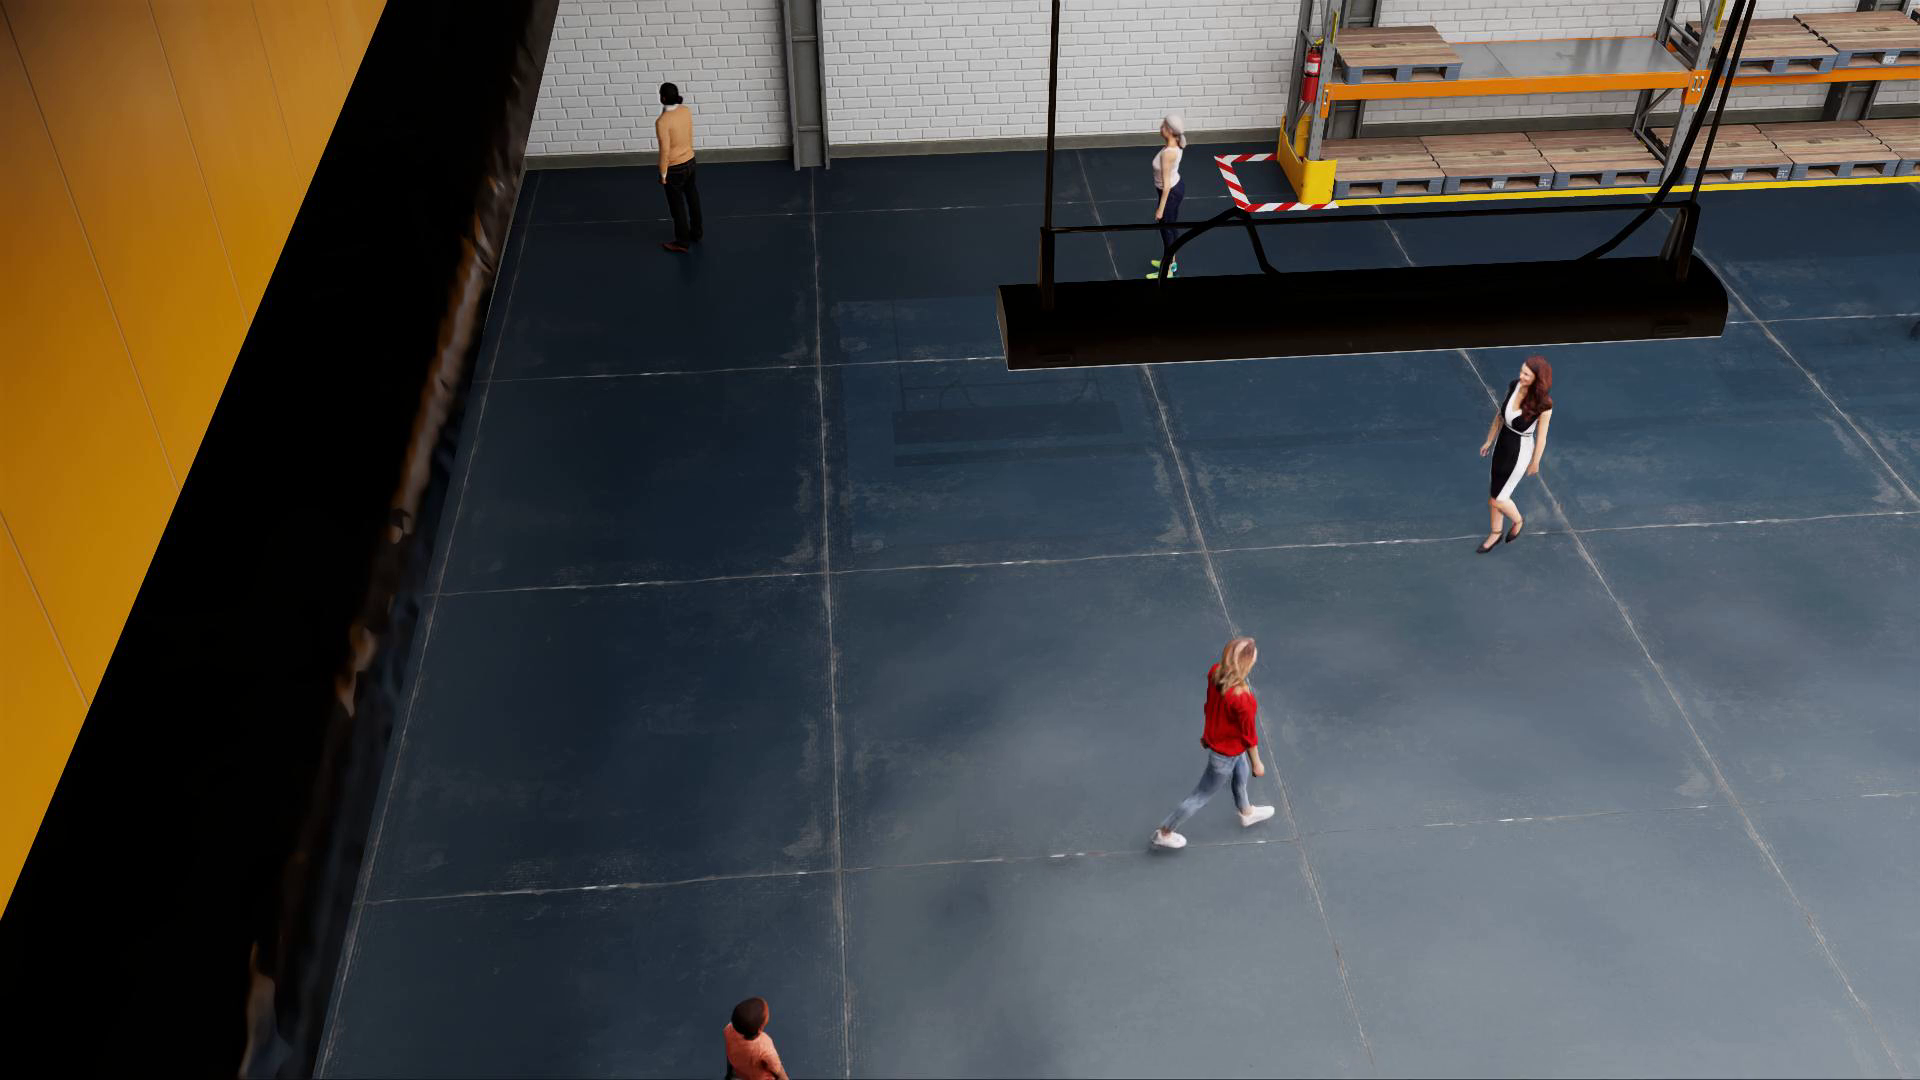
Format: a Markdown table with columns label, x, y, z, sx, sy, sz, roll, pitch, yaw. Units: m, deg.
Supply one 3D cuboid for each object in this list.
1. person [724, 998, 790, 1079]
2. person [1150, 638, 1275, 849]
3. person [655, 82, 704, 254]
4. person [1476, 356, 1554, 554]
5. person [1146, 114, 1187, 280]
| label | x | y | z | sx | sy | sz | roll | pitch | yaw |
| --- | --- | --- | --- | --- | --- | --- | --- | --- | --- |
| person | -1.119 | 2.869 | 8.686 | 0.710 | 1.301 | 0.771 | 28 | 46 | 30 |
| person | 1.571 | 1.321 | 10.329 | 1.162 | 1.669 | 0.758 | -10 | 40 | -12 |
| person | -2.811 | -3.725 | 16.579 | 0.781 | 1.754 | 0.756 | 19 | 43 | 23 |
| person | 4.276 | -0.651 | 12.706 | 0.755 | 1.785 | 0.688 | -15 | 41 | -18 |
| person | 2.032 | -3.315 | 16.109 | 0.663 | 1.701 | 0.668 | 12 | 40 | 14 |
